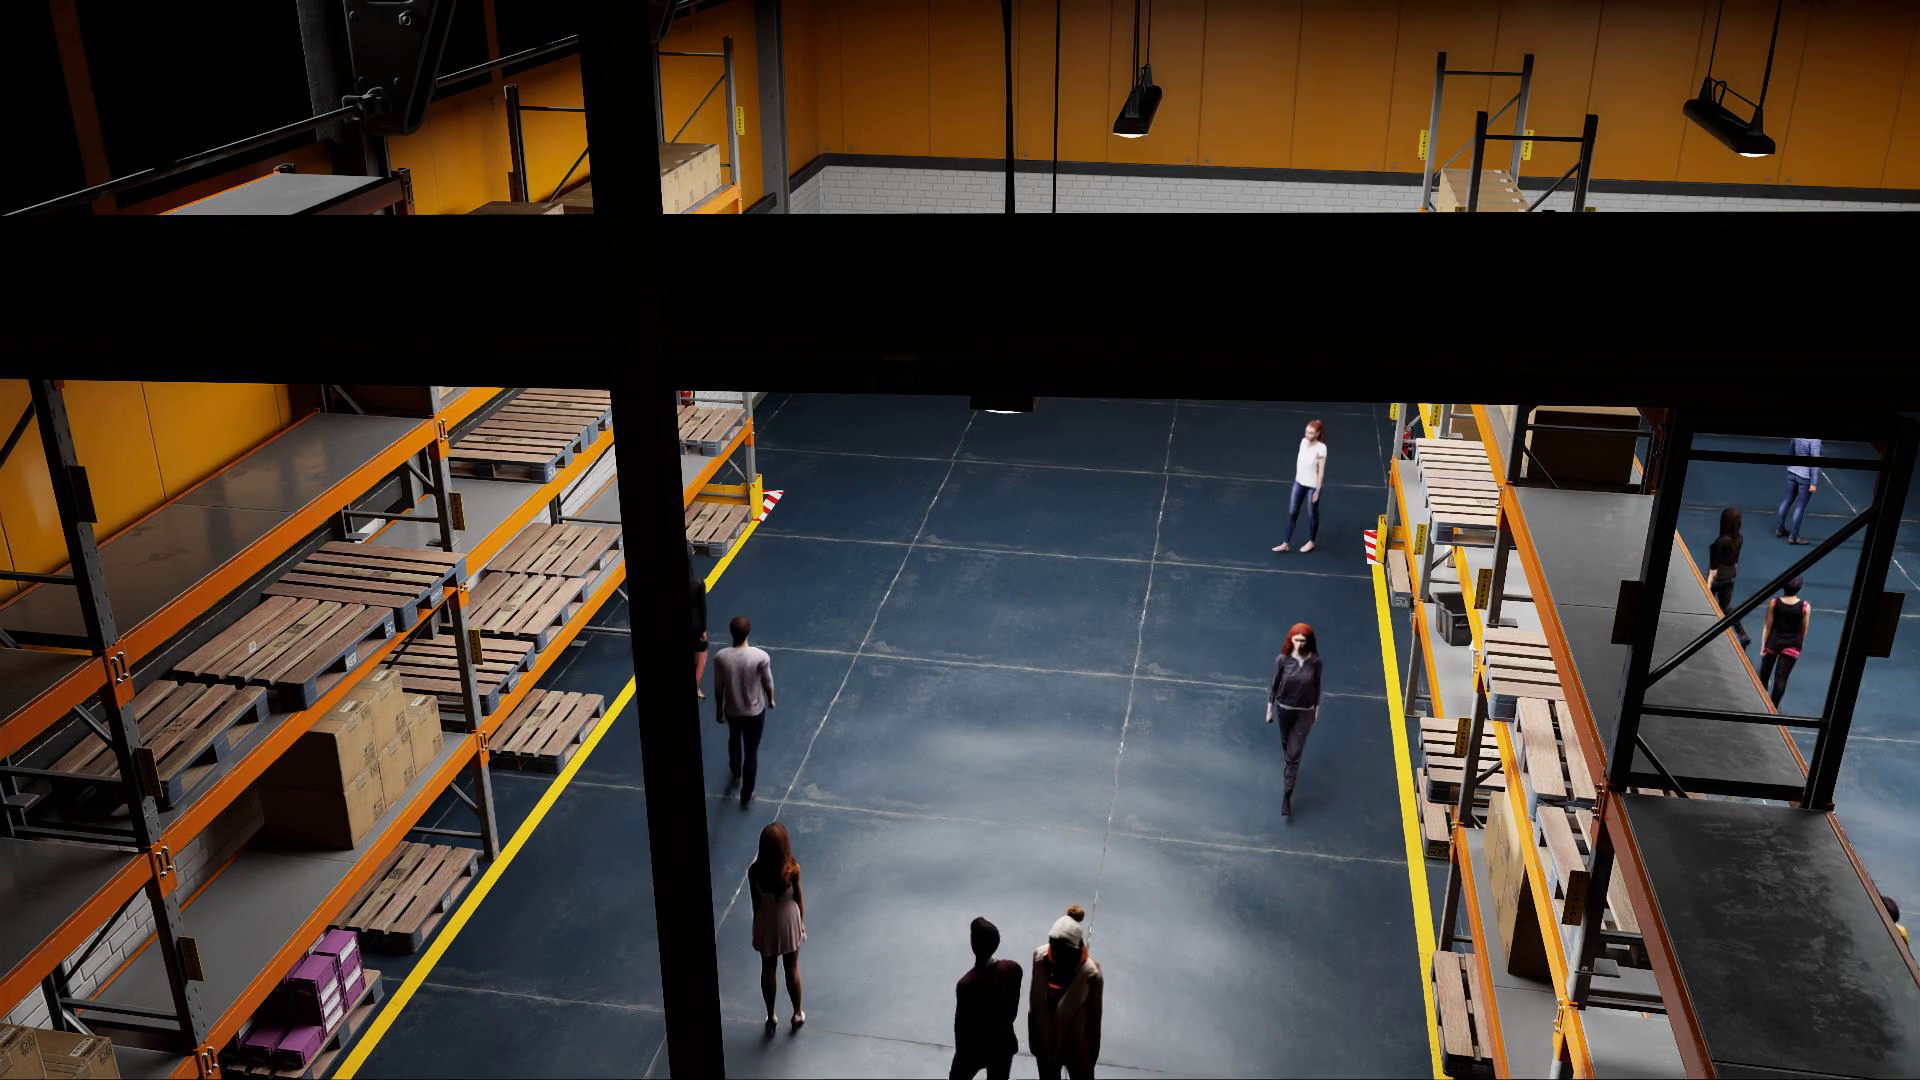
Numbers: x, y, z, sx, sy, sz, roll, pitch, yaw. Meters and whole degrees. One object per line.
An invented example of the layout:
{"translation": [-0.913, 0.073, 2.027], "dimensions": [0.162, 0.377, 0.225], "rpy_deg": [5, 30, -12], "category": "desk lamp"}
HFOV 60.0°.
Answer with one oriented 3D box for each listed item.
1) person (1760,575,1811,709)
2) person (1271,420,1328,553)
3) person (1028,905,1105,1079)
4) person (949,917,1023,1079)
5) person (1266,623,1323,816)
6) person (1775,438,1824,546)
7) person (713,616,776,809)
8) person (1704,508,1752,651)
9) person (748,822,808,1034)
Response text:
{"translation": [8.182, 1.092, 16.562], "dimensions": [0.798, 1.501, 1.115], "rpy_deg": [14, 27, 28], "category": "person"}
{"translation": [4.314, -0.658, 20.295], "dimensions": [0.979, 1.719, 0.901], "rpy_deg": [-17, 29, -34], "category": "person"}
{"translation": [0.725, 3.247, 11.147], "dimensions": [0.773, 1.890, 0.781], "rpy_deg": [13, 27, 27], "category": "person"}
{"translation": [0.214, 3.363, 10.942], "dimensions": [1.000, 1.843, 1.096], "rpy_deg": [-11, 26, -24], "category": "person"}
{"translation": [3.066, 1.546, 15.239], "dimensions": [0.698, 1.730, 1.208], "rpy_deg": [7, 25, 15], "category": "person"}
{"translation": [10.424, -0.805, 20.605], "dimensions": [0.779, 1.740, 0.630], "rpy_deg": [-6, 24, -13], "category": "person"}
{"translation": [-1.970, 1.583, 15.038], "dimensions": [0.666, 1.824, 0.885], "rpy_deg": [2, 24, 5], "category": "person"}
{"translation": [8.236, 0.459, 17.861], "dimensions": [0.939, 1.621, 1.077], "rpy_deg": [-11, 26, -24], "category": "person"}
{"translation": [-1.333, 2.850, 12.206], "dimensions": [0.618, 1.770, 0.642], "rpy_deg": [-1, 24, -3], "category": "person"}
